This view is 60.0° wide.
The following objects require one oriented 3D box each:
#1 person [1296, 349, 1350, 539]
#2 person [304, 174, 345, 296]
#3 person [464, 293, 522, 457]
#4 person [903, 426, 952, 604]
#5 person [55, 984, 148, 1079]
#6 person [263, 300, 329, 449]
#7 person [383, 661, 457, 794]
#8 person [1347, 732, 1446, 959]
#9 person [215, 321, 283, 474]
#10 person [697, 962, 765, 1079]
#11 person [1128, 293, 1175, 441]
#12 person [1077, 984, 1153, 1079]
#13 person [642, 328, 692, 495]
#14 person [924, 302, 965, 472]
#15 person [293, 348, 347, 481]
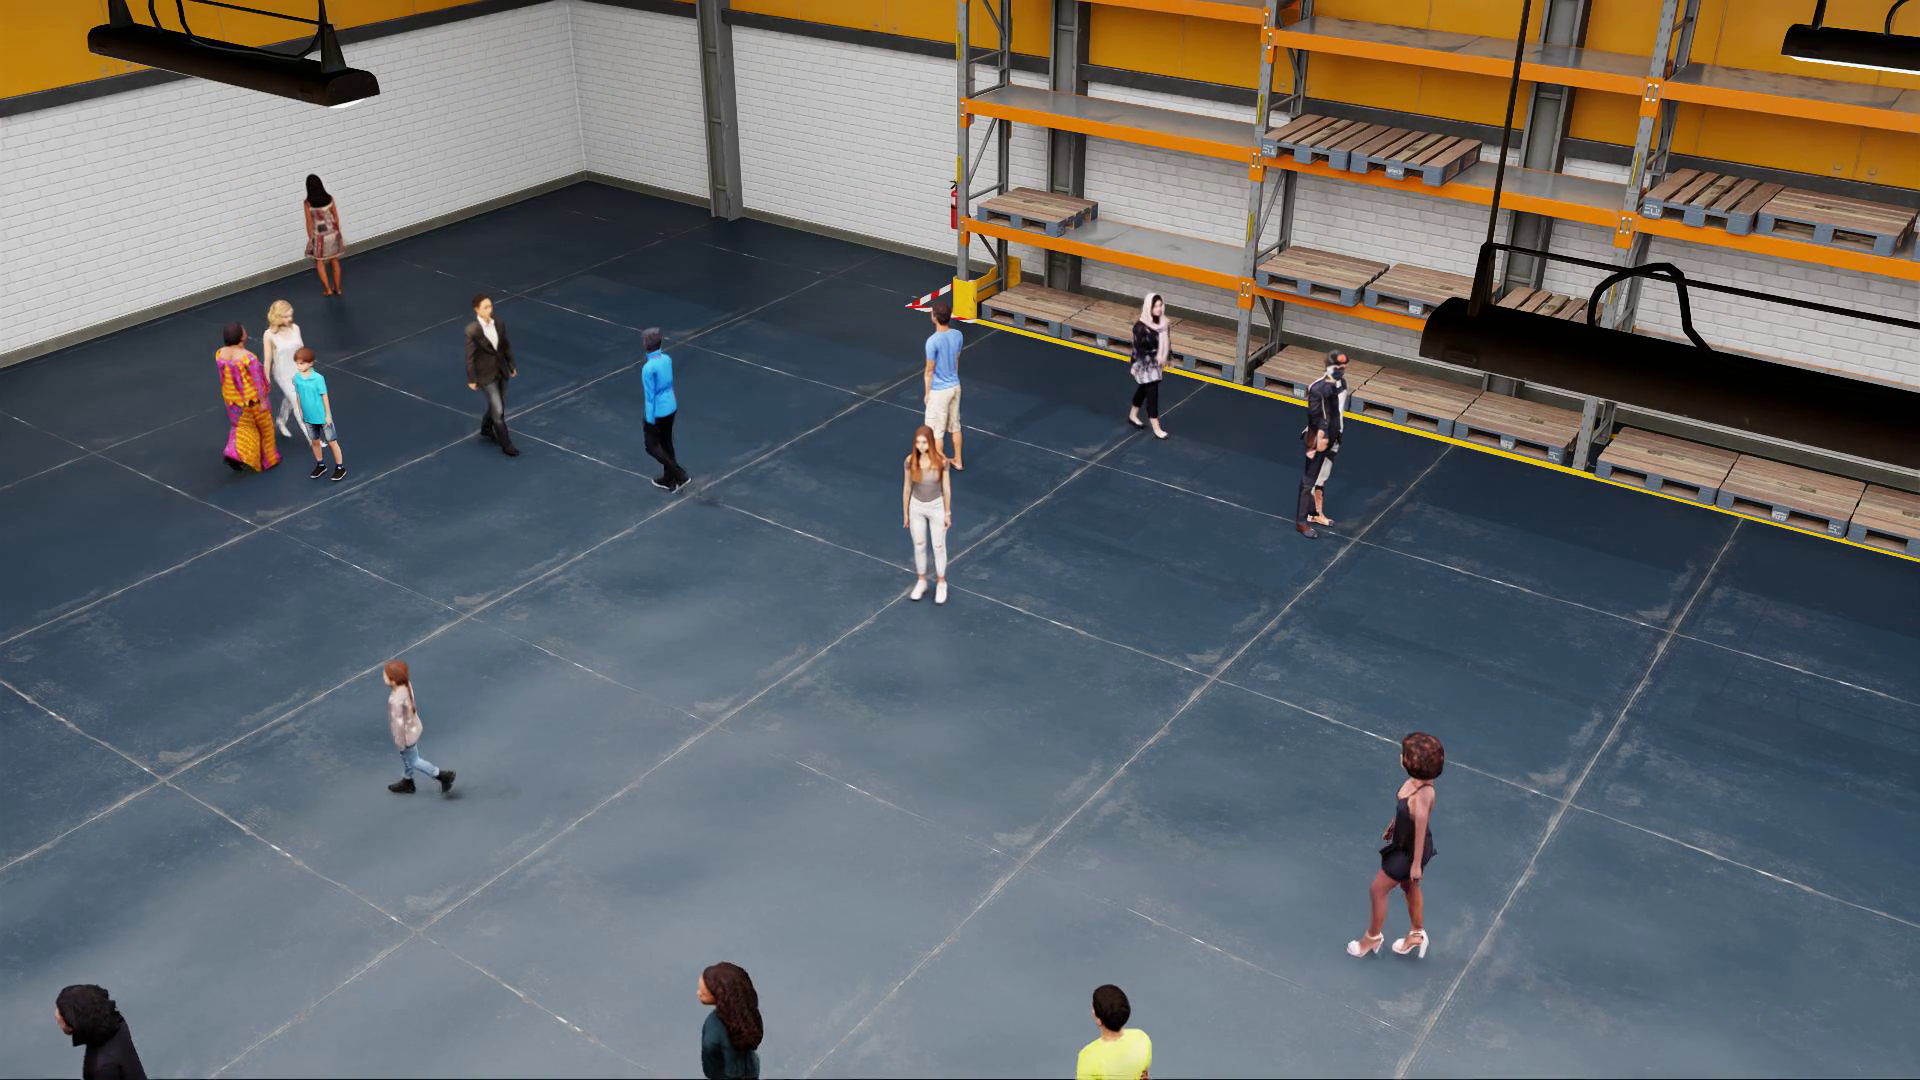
[{"bbox_3d":[3.505,-0.965,16.088,0.635,1.890,0.715,25,37,37],"label":"person"},{"bbox_3d":[-8.347,-4.001,21.912,0.739,1.642,0.688,-21,35,-33],"label":"person"},{"bbox_3d":[-5.037,-1.795,17.726,0.923,1.779,0.705,16,32,27],"label":"person"},{"bbox_3d":[-0.283,-0.254,14.966,0.591,1.717,0.715,4,29,8],"label":"person"},{"bbox_3d":[-4.337,3.038,8.829,1.029,1.815,0.999,-8,30,-14],"label":"person"},{"bbox_3d":[-7.283,-1.805,17.904,1.094,1.626,0.698,16,33,27],"label":"person"},{"bbox_3d":[-4.095,1.424,12.446,0.850,1.184,0.732,0,29,1],"label":"person"},{"bbox_3d":[2.993,2.020,10.743,0.848,1.769,0.736,6,29,10],"label":"person"},{"bbox_3d":[-7.449,-1.464,17.240,0.935,1.663,0.885,8,30,14],"label":"person"},{"bbox_3d":[-1.164,2.969,9.176,0.757,1.603,0.709,-1,29,-2],"label":"person"},{"bbox_3d":[2.010,-1.949,18.184,0.740,1.610,0.991,-25,37,-38],"label":"person"},{"bbox_3d":[0.834,3.097,8.852,0.862,1.689,1.070,-17,33,-28],"label":"person"},{"bbox_3d":[-2.942,-1.273,16.761,0.835,1.786,0.692,12,31,20],"label":"person"},{"bbox_3d":[-0.162,-1.558,17.206,0.617,1.861,0.677,25,37,38],"label":"person"},{"bbox_3d":[-6.650,-1.321,17.204,0.512,1.447,0.633,7,29,12],"label":"person"}]
